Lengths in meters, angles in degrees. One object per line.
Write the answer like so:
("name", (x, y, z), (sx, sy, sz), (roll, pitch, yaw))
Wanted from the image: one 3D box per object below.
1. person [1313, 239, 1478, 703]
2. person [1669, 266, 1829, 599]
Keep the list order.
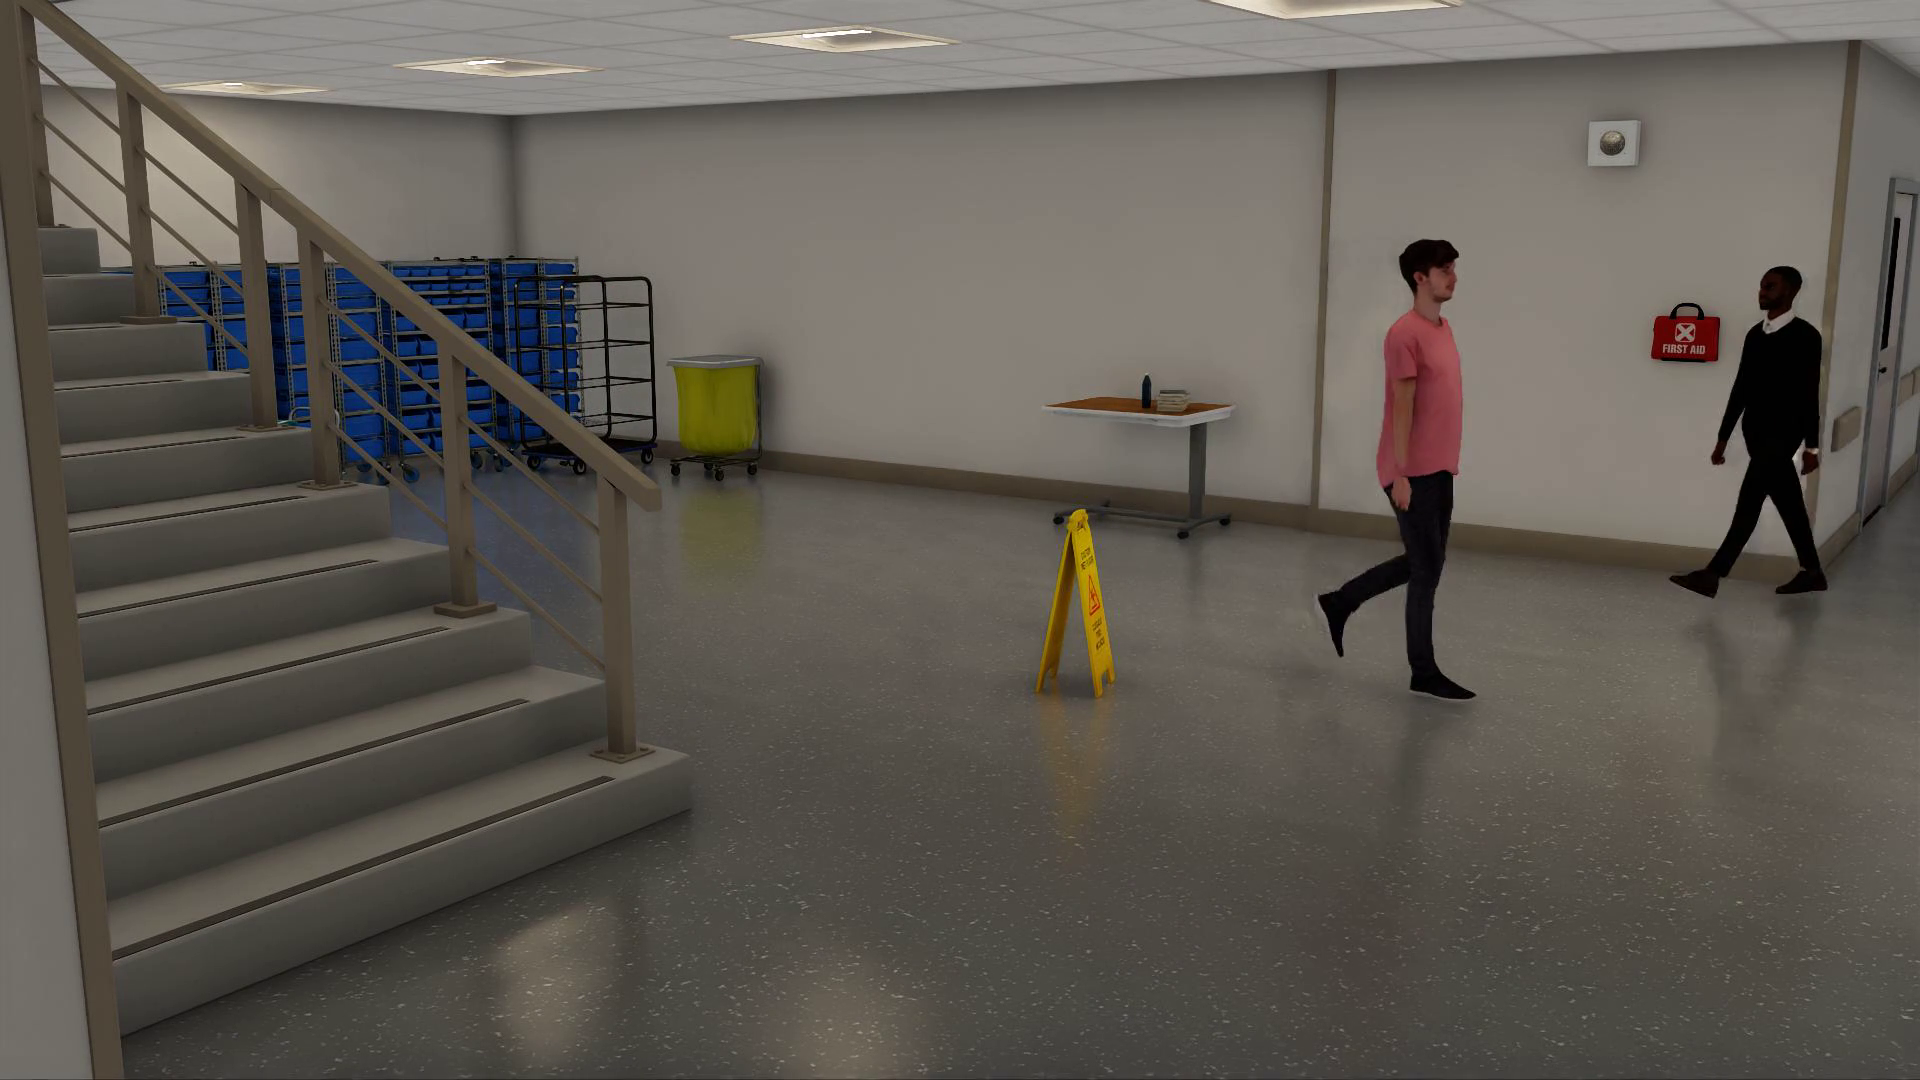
("person", (1.887, -0.291, 7.131), (1.046, 1.939, 0.663), (9, 14, 39))
("person", (4.411, -0.522, 8.854), (1.222, 1.752, 1.208), (-3, 11, -14))
